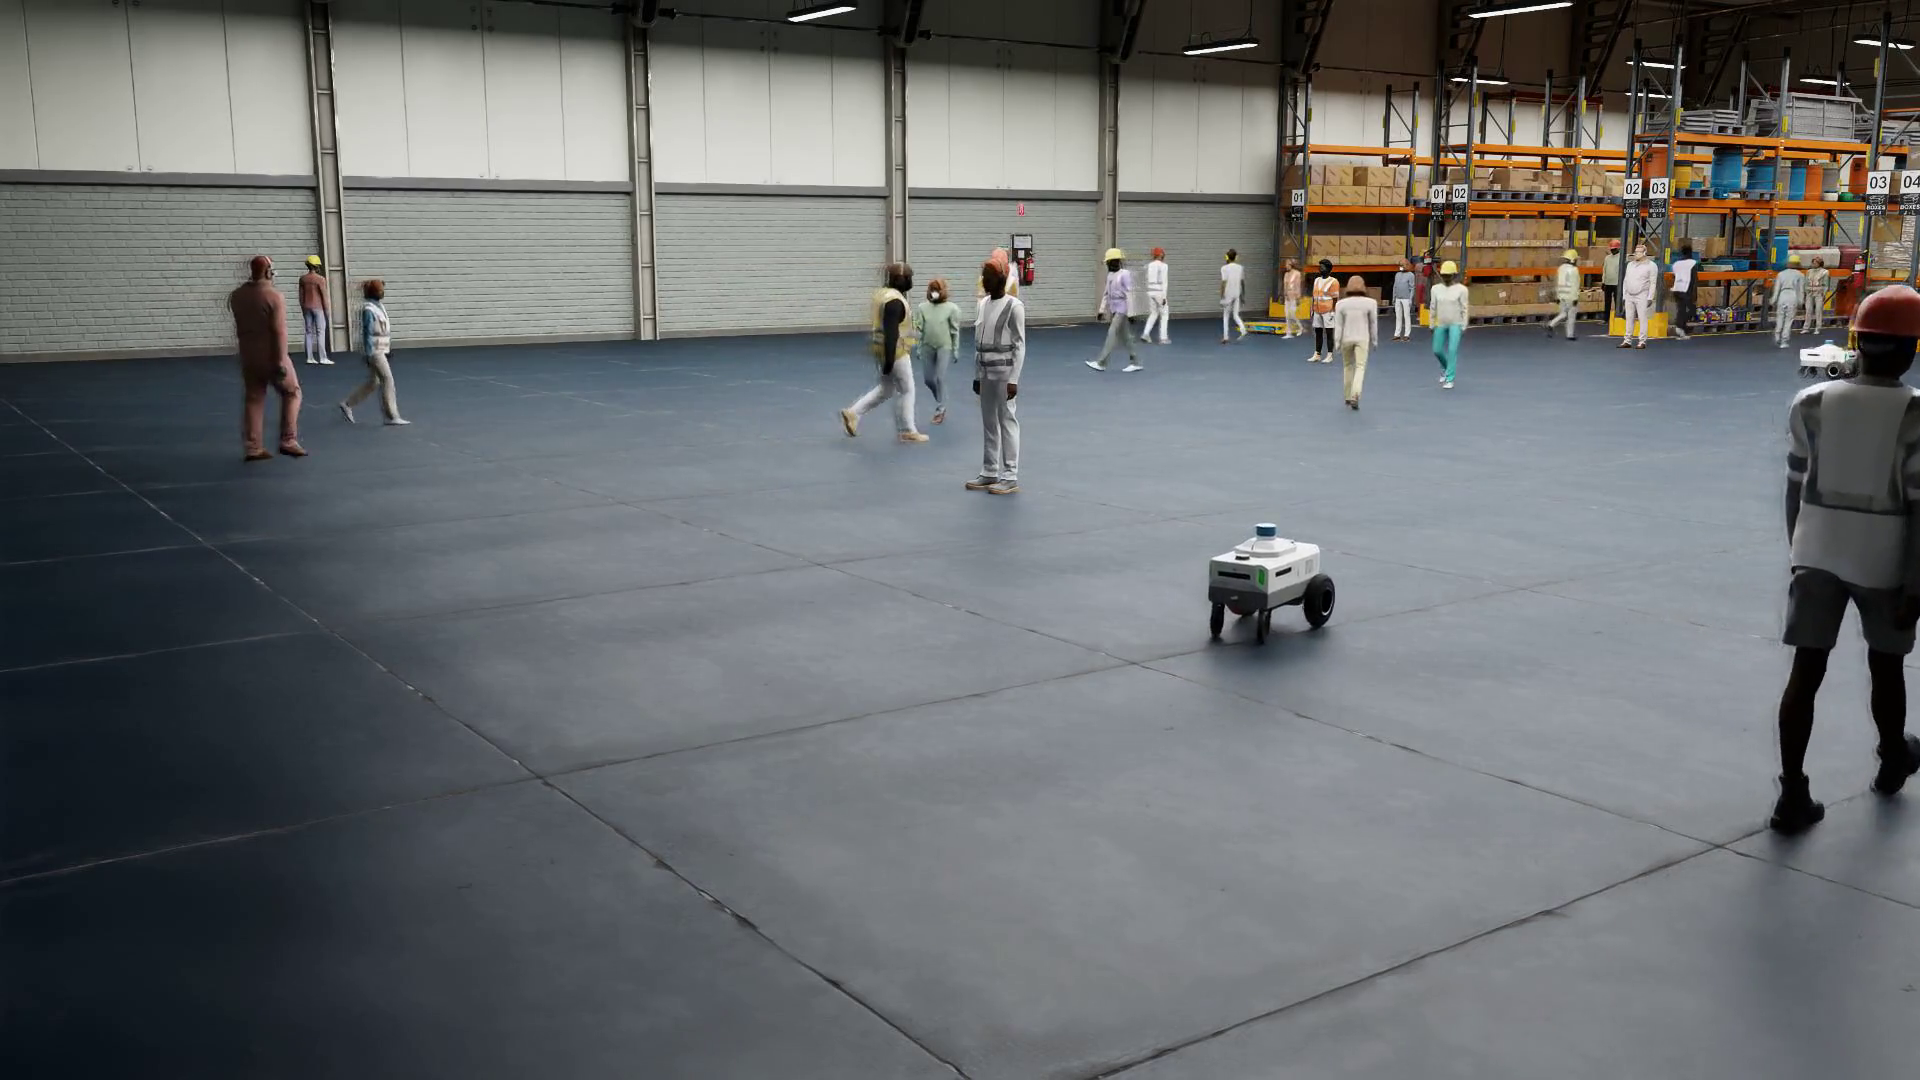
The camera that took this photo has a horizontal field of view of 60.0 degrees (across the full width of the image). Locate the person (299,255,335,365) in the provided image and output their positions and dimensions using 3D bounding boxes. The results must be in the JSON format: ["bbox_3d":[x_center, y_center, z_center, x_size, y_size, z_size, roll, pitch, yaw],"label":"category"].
[{"bbox_3d":[-10.412,-3.715,26.886,0.533,1.765,0.329,4,11,20],"label":"person"}]

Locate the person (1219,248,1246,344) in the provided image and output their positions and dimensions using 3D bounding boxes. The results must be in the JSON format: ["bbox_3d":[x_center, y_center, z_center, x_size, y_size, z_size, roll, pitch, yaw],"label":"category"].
[{"bbox_3d":[5.240,-4.646,31.789,0.569,1.843,0.644,-4,11,-21],"label":"person"}]

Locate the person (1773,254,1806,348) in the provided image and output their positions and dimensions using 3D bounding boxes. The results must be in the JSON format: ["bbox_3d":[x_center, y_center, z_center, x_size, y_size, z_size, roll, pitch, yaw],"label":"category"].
[{"bbox_3d":[15.445,-4.446,30.976,0.519,1.722,0.404,10,14,44],"label":"person"}]

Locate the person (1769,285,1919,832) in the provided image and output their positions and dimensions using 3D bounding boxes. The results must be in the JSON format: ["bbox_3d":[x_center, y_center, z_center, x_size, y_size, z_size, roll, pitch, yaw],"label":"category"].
[{"bbox_3d":[3.205,0.051,5.899,0.549,1.883,0.985,10,14,43],"label":"person"}]

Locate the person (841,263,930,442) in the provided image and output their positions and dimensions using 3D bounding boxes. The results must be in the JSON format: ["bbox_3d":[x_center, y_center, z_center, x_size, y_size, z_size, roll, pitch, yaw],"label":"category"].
[{"bbox_3d":[-0.745,-1.864,16.629,0.788,1.809,0.613,-2,11,-12],"label":"person"}]

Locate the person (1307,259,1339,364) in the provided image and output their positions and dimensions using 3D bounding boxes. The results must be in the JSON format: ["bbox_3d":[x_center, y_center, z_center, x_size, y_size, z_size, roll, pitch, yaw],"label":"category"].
[{"bbox_3d":[5.936,-3.727,27.129,0.320,1.698,0.531,-7,12,-34],"label":"person"}]

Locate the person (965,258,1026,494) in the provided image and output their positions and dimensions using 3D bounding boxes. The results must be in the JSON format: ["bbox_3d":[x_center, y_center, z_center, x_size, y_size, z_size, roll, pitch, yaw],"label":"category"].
[{"bbox_3d":[0.294,-1.315,13.402,0.354,1.883,0.573,-7,12,-34],"label":"person"}]

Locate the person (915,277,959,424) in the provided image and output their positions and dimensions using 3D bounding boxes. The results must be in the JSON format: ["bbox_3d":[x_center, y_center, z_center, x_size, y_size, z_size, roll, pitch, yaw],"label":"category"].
[{"bbox_3d":[-0.228,-2.117,18.521,0.507,1.619,0.613,4,11,20],"label":"person"}]

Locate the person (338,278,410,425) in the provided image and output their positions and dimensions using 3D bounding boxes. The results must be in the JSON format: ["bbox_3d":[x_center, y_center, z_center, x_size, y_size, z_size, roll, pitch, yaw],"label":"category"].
[{"bbox_3d":[-6.455,-2.057,18.193,0.723,1.617,0.513,-1,10,-8],"label":"person"}]

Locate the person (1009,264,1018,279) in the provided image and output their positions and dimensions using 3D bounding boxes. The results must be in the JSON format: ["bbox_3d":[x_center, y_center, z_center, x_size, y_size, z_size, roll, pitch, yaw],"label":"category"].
[{"bbox_3d":[0.772,-4.578,31.527,0.654,1.789,0.945,4,11,22],"label":"person"}]

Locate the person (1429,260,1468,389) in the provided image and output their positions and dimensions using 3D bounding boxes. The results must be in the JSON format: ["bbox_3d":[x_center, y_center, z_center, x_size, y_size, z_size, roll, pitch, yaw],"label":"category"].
[{"bbox_3d":[6.668,-2.935,22.671,0.535,1.745,0.557,7,13,35],"label":"person"}]

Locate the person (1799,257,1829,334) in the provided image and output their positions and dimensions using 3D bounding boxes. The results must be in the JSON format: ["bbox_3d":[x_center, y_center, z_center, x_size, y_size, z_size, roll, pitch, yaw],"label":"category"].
[{"bbox_3d":[18.102,-5.169,35.224,0.318,1.633,0.524,-7,13,-34],"label":"person"}]

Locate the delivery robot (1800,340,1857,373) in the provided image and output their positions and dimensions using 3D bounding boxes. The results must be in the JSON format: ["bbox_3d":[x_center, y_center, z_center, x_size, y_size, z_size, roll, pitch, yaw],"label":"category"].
[{"bbox_3d":[12.592,-2.655,24.132,0.477,0.478,0.707,-7,13,-35],"label":"delivery robot"}]

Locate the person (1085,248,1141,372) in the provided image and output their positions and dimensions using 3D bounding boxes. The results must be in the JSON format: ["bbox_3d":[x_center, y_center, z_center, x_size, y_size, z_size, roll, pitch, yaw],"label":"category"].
[{"bbox_3d":[2.345,-3.484,25.319,1.015,1.873,0.592,-3,11,-17],"label":"person"}]

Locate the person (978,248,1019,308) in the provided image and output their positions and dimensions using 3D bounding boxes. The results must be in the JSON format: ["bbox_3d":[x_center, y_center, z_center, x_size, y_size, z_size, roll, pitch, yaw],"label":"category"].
[{"bbox_3d":[0.519,-2.950,22.274,0.551,1.917,0.692,2,10,8],"label":"person"}]

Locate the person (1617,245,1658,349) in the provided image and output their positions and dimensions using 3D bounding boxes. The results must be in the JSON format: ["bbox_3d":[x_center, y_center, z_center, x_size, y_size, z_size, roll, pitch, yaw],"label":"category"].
[{"bbox_3d":[12.490,-4.478,30.673,0.406,1.911,0.639,-7,12,-34],"label":"person"}]

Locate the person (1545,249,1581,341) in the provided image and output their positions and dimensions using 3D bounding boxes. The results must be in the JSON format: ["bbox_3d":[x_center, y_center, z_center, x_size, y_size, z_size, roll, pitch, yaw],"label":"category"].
[{"bbox_3d":[11.918,-4.804,32.713,0.585,1.816,0.598,-2,11,-13],"label":"person"}]

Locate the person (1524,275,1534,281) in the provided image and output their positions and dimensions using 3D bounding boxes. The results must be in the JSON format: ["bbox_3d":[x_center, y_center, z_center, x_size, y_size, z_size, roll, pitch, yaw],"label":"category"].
[{"bbox_3d":[14.824,-6.740,42.829,1.015,1.991,0.638,-5,12,-27],"label":"person"}]

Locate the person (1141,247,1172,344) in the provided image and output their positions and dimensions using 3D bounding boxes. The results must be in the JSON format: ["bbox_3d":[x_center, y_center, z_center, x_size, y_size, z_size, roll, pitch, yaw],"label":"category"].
[{"bbox_3d":[3.760,-4.711,32.092,0.589,1.861,0.591,-8,13,-37],"label":"person"}]

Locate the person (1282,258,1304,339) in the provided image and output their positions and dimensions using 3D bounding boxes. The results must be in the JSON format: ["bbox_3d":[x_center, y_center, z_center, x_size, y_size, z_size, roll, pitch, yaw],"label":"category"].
[{"bbox_3d":[6.694,-4.866,33.559,0.392,1.623,0.530,-5,11,-25],"label":"person"}]

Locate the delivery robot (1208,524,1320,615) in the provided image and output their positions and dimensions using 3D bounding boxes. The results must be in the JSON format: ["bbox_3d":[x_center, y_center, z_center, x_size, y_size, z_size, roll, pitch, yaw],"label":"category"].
[{"bbox_3d":[1.597,0.158,8.711,0.477,0.478,0.707,8,13,36],"label":"delivery robot"}]

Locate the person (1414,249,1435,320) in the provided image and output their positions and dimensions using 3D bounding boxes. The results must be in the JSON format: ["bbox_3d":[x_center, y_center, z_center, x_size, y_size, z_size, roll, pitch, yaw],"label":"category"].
[{"bbox_3d":[11.520,-6.321,41.207,0.538,1.750,0.523,6,12,31],"label":"person"}]

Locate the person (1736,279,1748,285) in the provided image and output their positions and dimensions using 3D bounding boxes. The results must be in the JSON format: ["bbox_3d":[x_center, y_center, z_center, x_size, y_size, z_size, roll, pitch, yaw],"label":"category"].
[{"bbox_3d":[23.524,-7.931,49.905,0.802,1.798,0.603,-9,14,-40],"label":"person"}]

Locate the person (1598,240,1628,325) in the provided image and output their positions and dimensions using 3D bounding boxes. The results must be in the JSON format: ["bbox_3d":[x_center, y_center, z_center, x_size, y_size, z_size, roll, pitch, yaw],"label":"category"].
[{"bbox_3d":[15.177,-5.972,38.645,0.393,1.986,0.611,-7,12,-34],"label":"person"}]

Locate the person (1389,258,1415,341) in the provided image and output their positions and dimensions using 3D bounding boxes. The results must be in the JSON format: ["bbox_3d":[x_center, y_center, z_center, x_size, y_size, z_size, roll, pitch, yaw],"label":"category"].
[{"bbox_3d":[8.775,-4.757,32.951,0.281,1.633,0.499,-7,12,-34],"label":"person"}]

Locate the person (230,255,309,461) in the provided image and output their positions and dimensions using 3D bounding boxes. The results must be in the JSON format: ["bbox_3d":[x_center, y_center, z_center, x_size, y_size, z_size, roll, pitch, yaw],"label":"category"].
[{"bbox_3d":[-6.383,-1.682,15.410,0.665,1.883,0.675,4,11,20],"label":"person"}]

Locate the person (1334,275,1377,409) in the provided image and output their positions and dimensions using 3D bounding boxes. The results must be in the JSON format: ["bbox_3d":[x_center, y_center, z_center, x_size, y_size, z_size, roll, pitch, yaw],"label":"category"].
[{"bbox_3d":[4.754,-2.386,20.037,0.500,1.603,0.762,4,11,22],"label":"person"}]

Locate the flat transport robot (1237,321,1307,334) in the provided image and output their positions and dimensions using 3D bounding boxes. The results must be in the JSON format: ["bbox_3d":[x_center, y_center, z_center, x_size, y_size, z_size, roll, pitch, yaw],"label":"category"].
[{"bbox_3d":[6.663,-4.540,35.502,0.652,0.197,1.431,-7,13,-34],"label":"flat transport robot"}]

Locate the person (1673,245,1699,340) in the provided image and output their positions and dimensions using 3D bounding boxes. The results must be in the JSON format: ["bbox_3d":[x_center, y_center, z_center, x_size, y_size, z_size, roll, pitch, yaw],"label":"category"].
[{"bbox_3d":[14.475,-4.934,33.196,0.443,1.895,0.634,-4,11,-23],"label":"person"}]
